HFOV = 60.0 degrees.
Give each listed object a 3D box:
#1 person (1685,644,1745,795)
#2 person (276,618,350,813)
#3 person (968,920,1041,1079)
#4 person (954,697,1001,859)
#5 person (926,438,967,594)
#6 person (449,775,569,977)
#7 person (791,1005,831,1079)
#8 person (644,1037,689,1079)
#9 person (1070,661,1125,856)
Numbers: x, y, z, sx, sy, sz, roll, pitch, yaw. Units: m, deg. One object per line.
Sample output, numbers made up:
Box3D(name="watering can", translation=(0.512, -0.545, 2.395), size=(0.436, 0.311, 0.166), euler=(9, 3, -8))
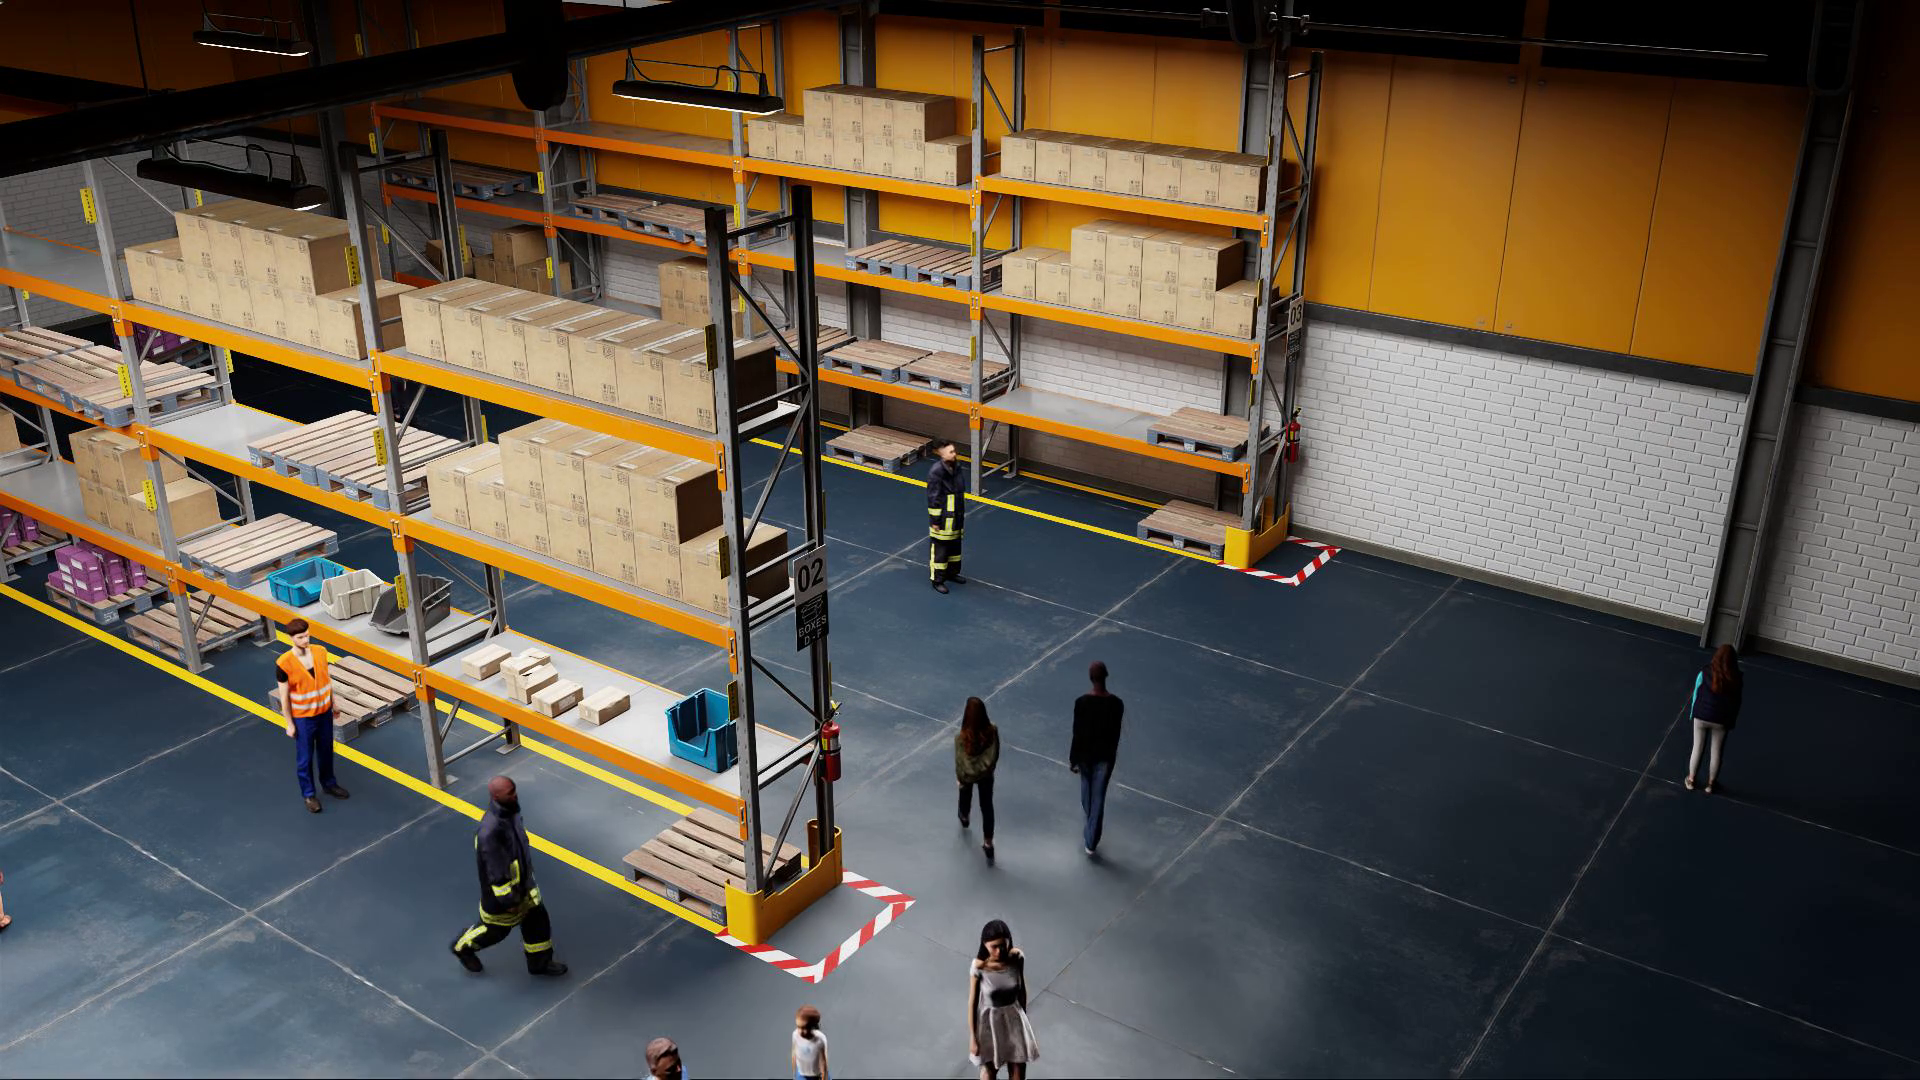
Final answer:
Box3D(name="person", translation=(7.004, 1.648, 15.459), size=(0.537, 1.500, 0.651), euler=(12, 26, 26))
Box3D(name="person", translation=(-5.935, 1.560, 15.186), size=(0.620, 1.880, 0.687), euler=(17, 29, 34))
Box3D(name="person", translation=(0.227, 3.294, 11.373), size=(0.804, 1.757, 0.865), euler=(-7, 25, -16))
Box3D(name="person", translation=(0.178, 2.084, 14.537), size=(1.005, 1.440, 1.071), euler=(-5, 24, -11))
Box3D(name="person", translation=(-0.160, -0.329, 19.531), size=(0.683, 1.861, 0.752), euler=(18, 29, 35))
Box3D(name="person", translation=(-3.600, 2.630, 12.853), size=(1.283, 1.789, 1.014), euler=(6, 24, 13))
Box3D(name="person", translation=(-1.008, 3.639, 11.515), size=(0.615, 1.010, 0.594), euler=(7, 25, 16))
Box3D(name="person", translation=(-1.882, 3.779, 10.247), size=(1.155, 1.770, 0.714), euler=(14, 27, 29))
Box3D(name="person", translation=(1.203, 1.949, 14.530), size=(1.093, 1.693, 1.054), euler=(-1, 24, -1))
